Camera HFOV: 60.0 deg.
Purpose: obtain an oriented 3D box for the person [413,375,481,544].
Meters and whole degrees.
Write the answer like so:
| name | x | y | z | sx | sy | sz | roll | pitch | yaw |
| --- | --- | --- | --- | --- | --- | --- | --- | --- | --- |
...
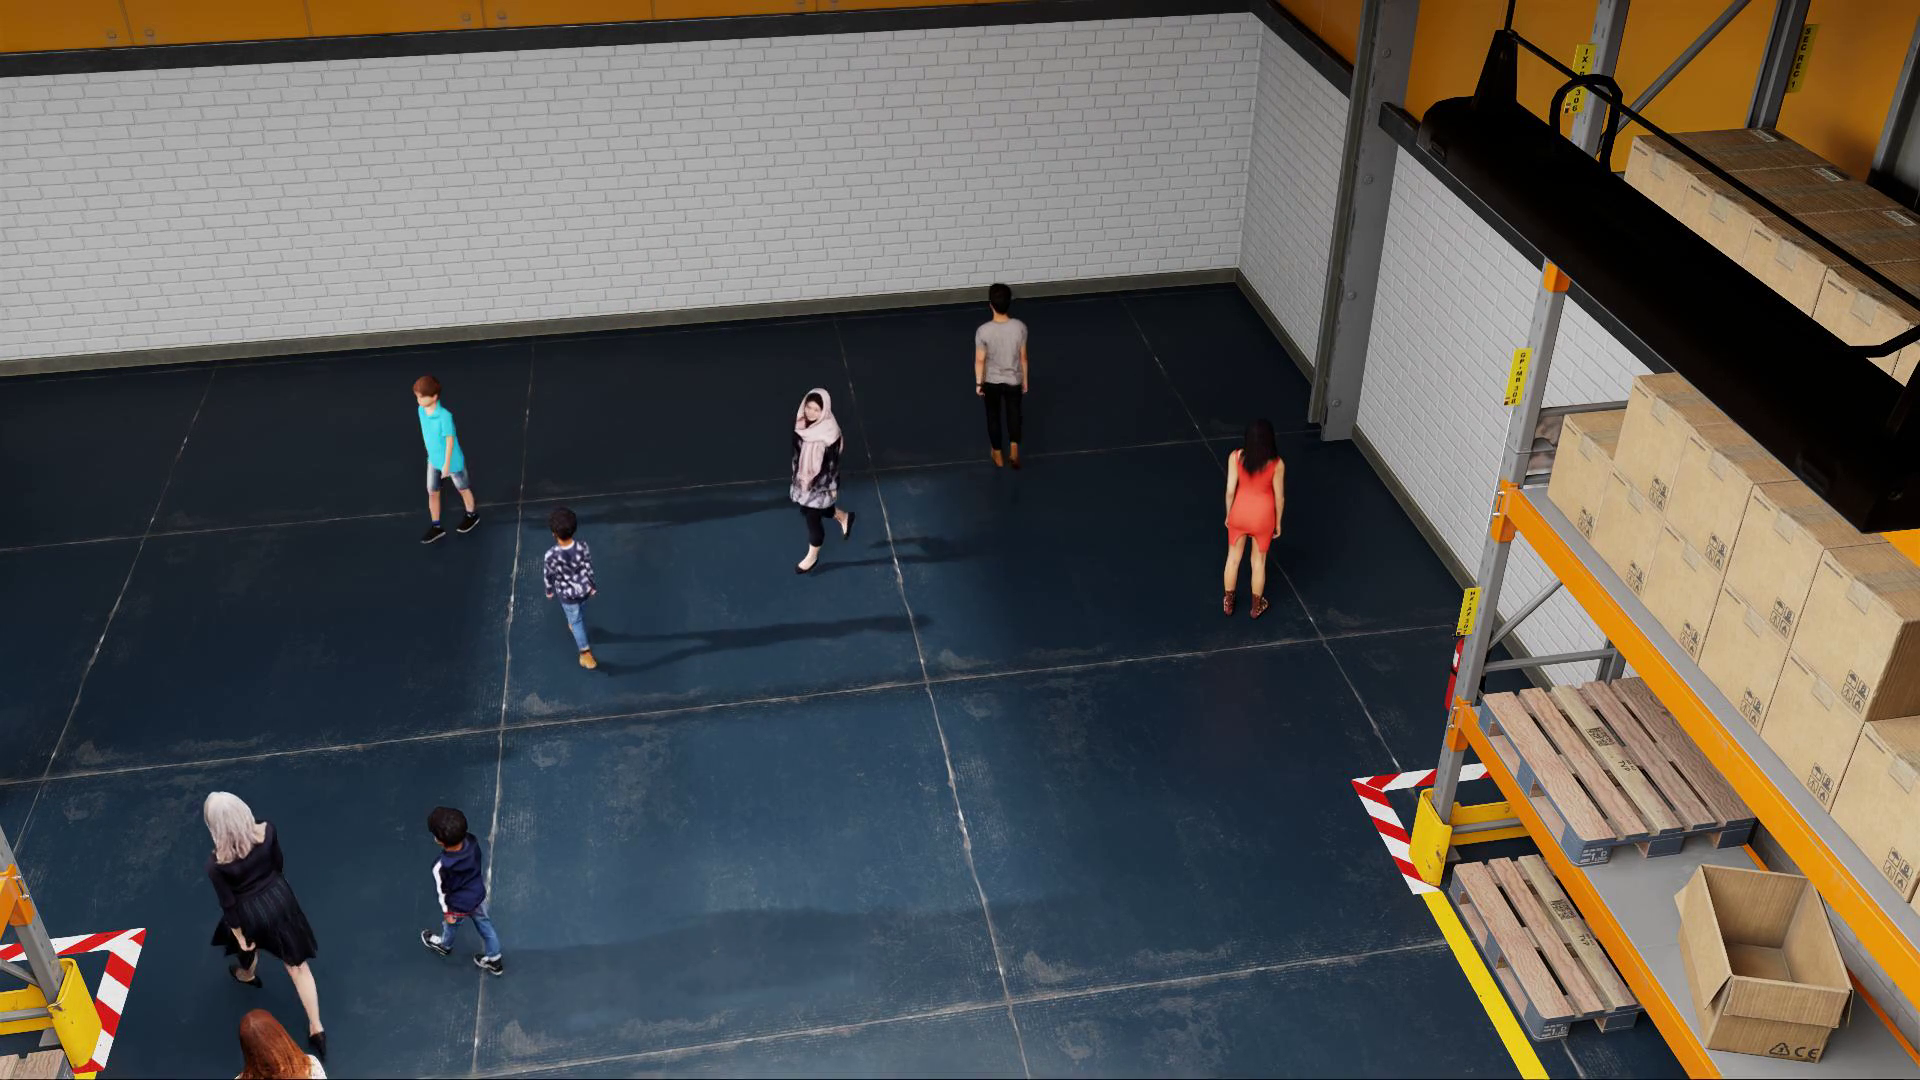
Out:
| name | x | y | z | sx | sy | sz | roll | pitch | yaw |
| --- | --- | --- | --- | --- | --- | --- | --- | --- | --- |
| person | -4.069 | -0.698 | 13.315 | 0.751 | 1.428 | 0.858 | 14 | 36 | 20 |

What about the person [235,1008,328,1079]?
| name | x | y | z | sx | sy | sz | roll | pitch | yaw |
| --- | --- | --- | --- | --- | --- | --- | --- | --- | --- |
| person | -3.039 | 2.851 | 7.712 | 0.688 | 1.720 | 0.772 | -13 | 36 | -18 |

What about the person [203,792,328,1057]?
| name | x | y | z | sx | sy | sz | roll | pitch | yaw |
| --- | --- | --- | --- | --- | --- | --- | --- | --- | --- |
| person | -3.669 | 2.063 | 8.909 | 1.185 | 1.707 | 1.080 | 25 | 41 | 32 |

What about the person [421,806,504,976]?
| name | x | y | z | sx | sy | sz | roll | pitch | yaw |
| --- | --- | --- | --- | --- | --- | --- | --- | --- | --- |
| person | -2.777 | 2.018 | 9.431 | 0.842 | 1.203 | 0.795 | 19 | 38 | 26 |

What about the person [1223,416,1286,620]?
| name | x | y | z | sx | sy | sz | roll | pitch | yaw |
| --- | --- | --- | --- | --- | --- | --- | --- | --- | --- |
| person | 2.151 | -0.162 | 12.251 | 0.672 | 1.714 | 0.683 | 10 | 35 | 15 |

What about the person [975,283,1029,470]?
| name | x | y | z | sx | sy | sz | roll | pitch | yaw |
| --- | --- | --- | --- | --- | --- | --- | --- | --- | --- |
| person | 0.370 | -1.319 | 13.996 | 0.629 | 1.708 | 0.794 | -4 | 34 | -5 |

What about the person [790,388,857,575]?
| name | x | y | z | sx | sy | sz | roll | pitch | yaw |
| --- | --- | --- | --- | --- | --- | --- | --- | --- | --- |
| person | -1.051 | -0.503 | 12.856 | 0.964 | 1.611 | 0.993 | 28 | 43 | 35 |

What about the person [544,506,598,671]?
| name | x | y | z | sx | sy | sz | roll | pitch | yaw |
| --- | --- | --- | --- | --- | --- | --- | --- | --- | --- |
| person | -2.756 | 0.363 | 11.905 | 0.707 | 1.222 | 0.928 | -20 | 38 | -27 |
